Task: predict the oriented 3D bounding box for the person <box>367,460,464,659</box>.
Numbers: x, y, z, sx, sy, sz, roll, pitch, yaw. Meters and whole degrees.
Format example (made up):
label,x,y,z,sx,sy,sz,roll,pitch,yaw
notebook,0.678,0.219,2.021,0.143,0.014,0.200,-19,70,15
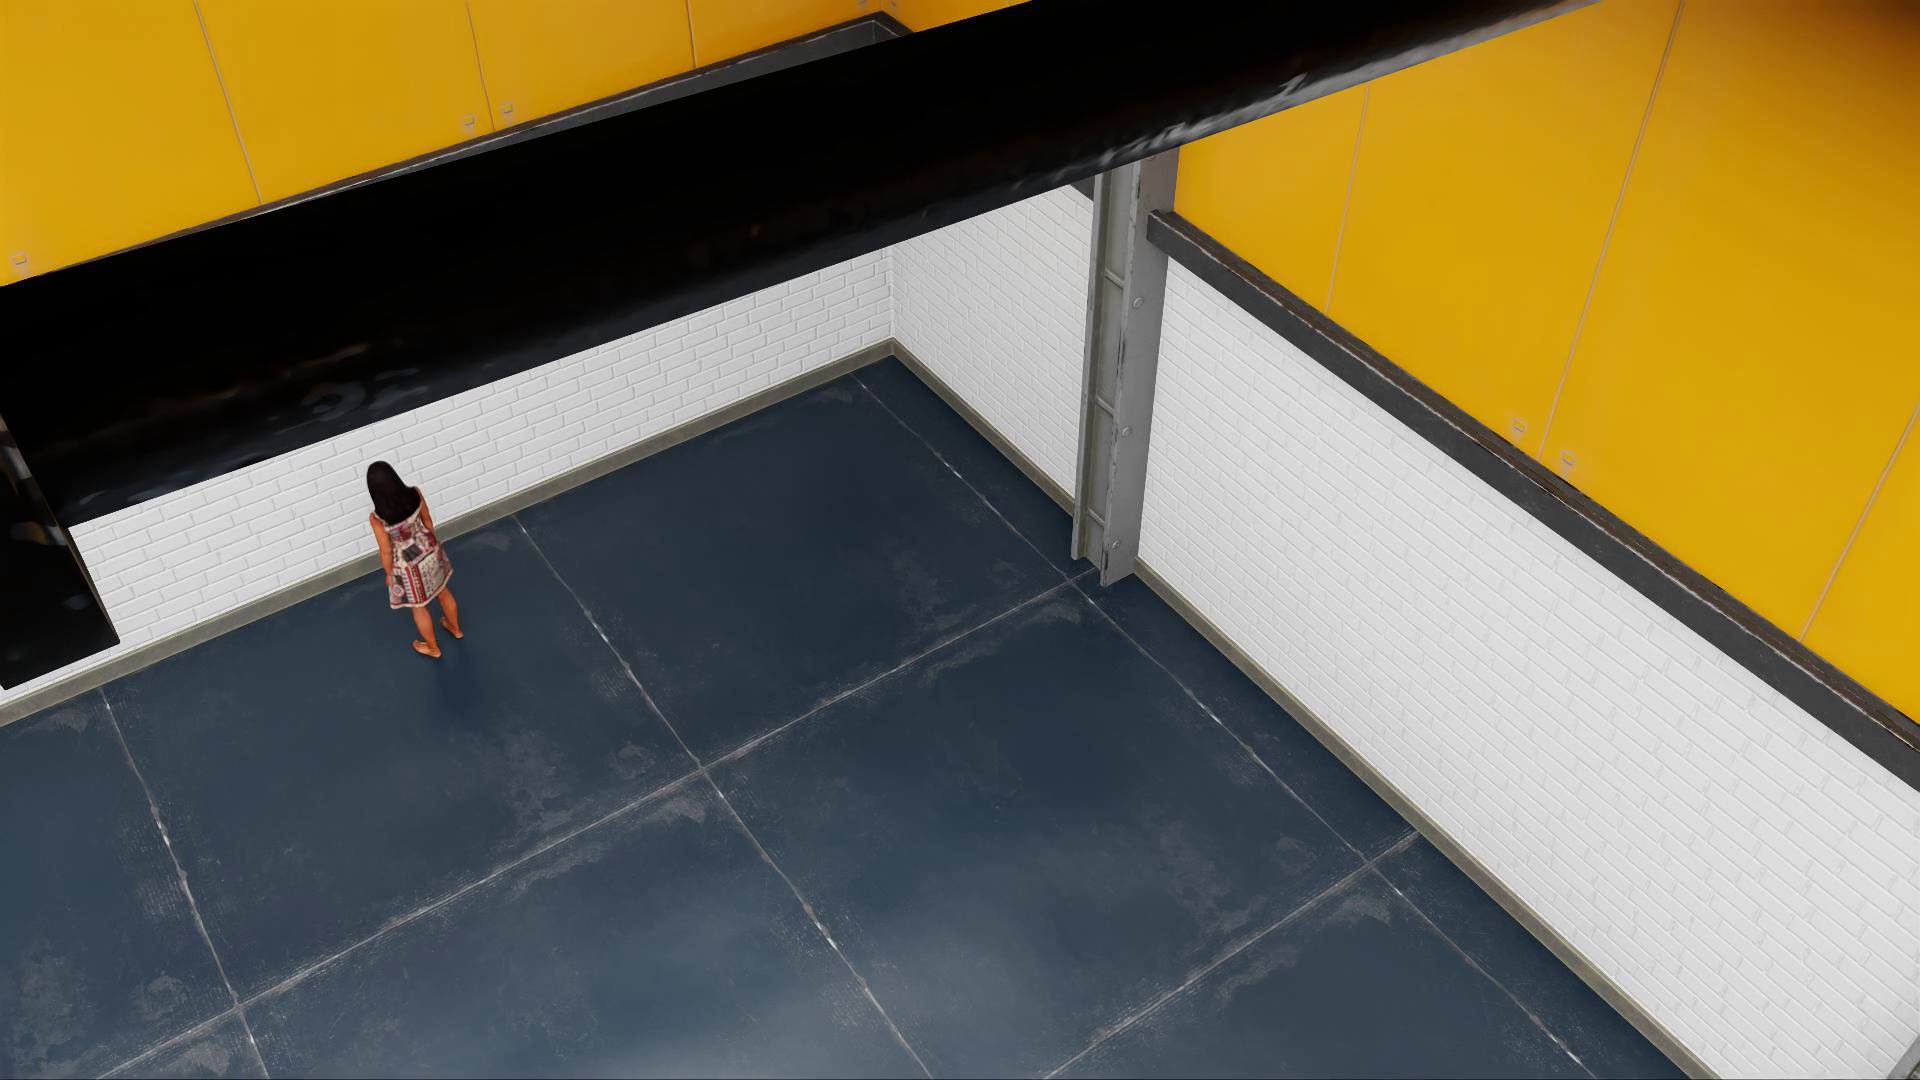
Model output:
label,x,y,z,sx,sy,sz,roll,pitch,yaw
person,-3.609,0.124,10.974,0.660,1.642,0.717,26,49,25
